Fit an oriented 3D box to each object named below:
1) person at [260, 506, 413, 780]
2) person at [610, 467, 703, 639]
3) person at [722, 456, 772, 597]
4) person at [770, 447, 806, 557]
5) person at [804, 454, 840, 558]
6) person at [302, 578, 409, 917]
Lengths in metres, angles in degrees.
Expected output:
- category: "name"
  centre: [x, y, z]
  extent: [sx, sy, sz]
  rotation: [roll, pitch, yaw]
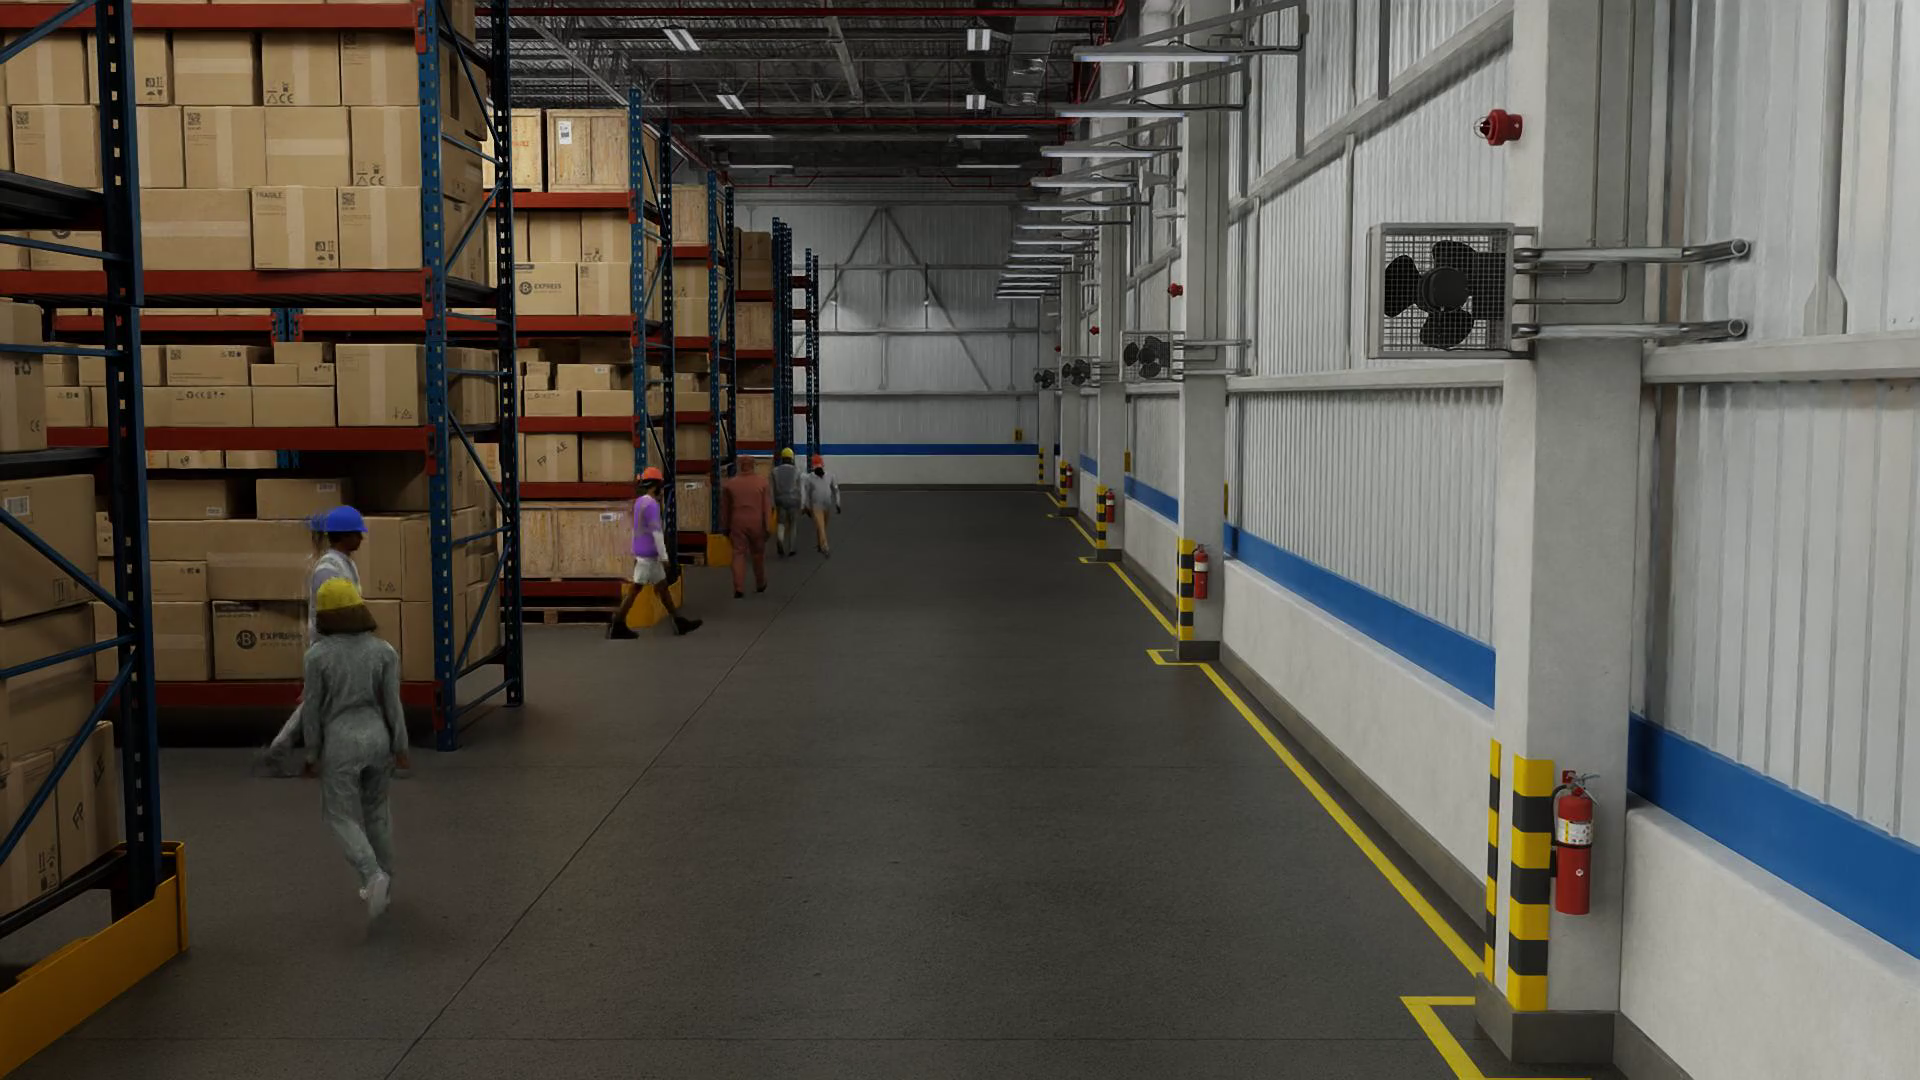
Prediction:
- category: "person"
  centre: [-4.311, 0.714, 11.348]
  extent: [1.011, 1.907, 0.616]
  rotation: [-1, 5, -11]
- category: "person"
  centre: [-3.338, 0.146, 18.076]
  extent: [1.033, 1.860, 0.608]
  rotation: [-2, 5, -20]
- category: "person"
  centre: [-2.816, -0.183, 22.000]
  extent: [0.665, 1.850, 1.018]
  rotation: [0, 5, 1]
- category: "person"
  centre: [-2.817, -0.616, 27.270]
  extent: [0.594, 1.822, 0.419]
  rotation: [0, 5, 5]
- category: "person"
  centre: [-2.310, -0.578, 27.454]
  extent: [0.567, 1.699, 0.905]
  rotation: [-2, 5, -23]
- category: "person"
  centre: [-2.996, 1.048, 8.361]
  extent: [0.583, 1.718, 0.513]
  rotation: [4, 6, 41]
